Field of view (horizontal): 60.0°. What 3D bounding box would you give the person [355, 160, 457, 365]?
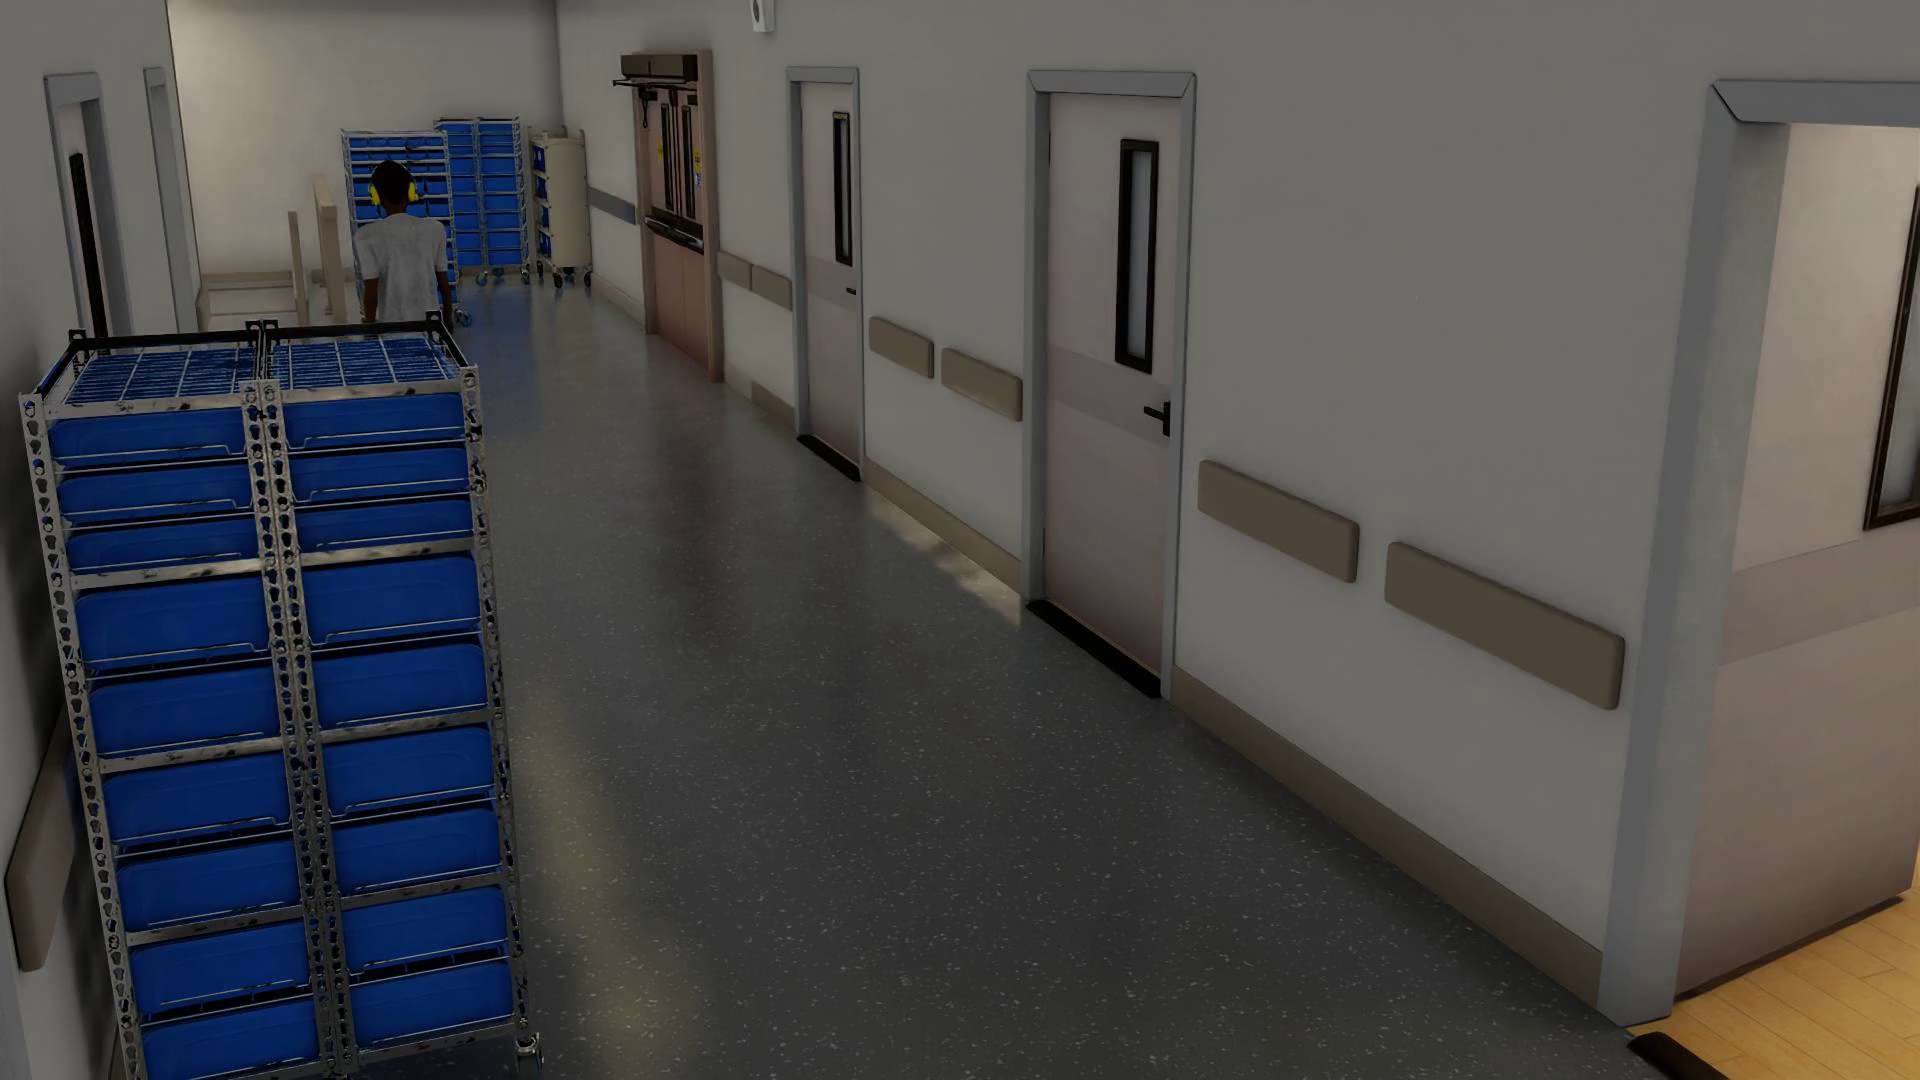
[{"bbox_3d":[-2.960,-1.088,8.939,0.517,1.865,0.328,-12,20,-37],"label":"person"}]
